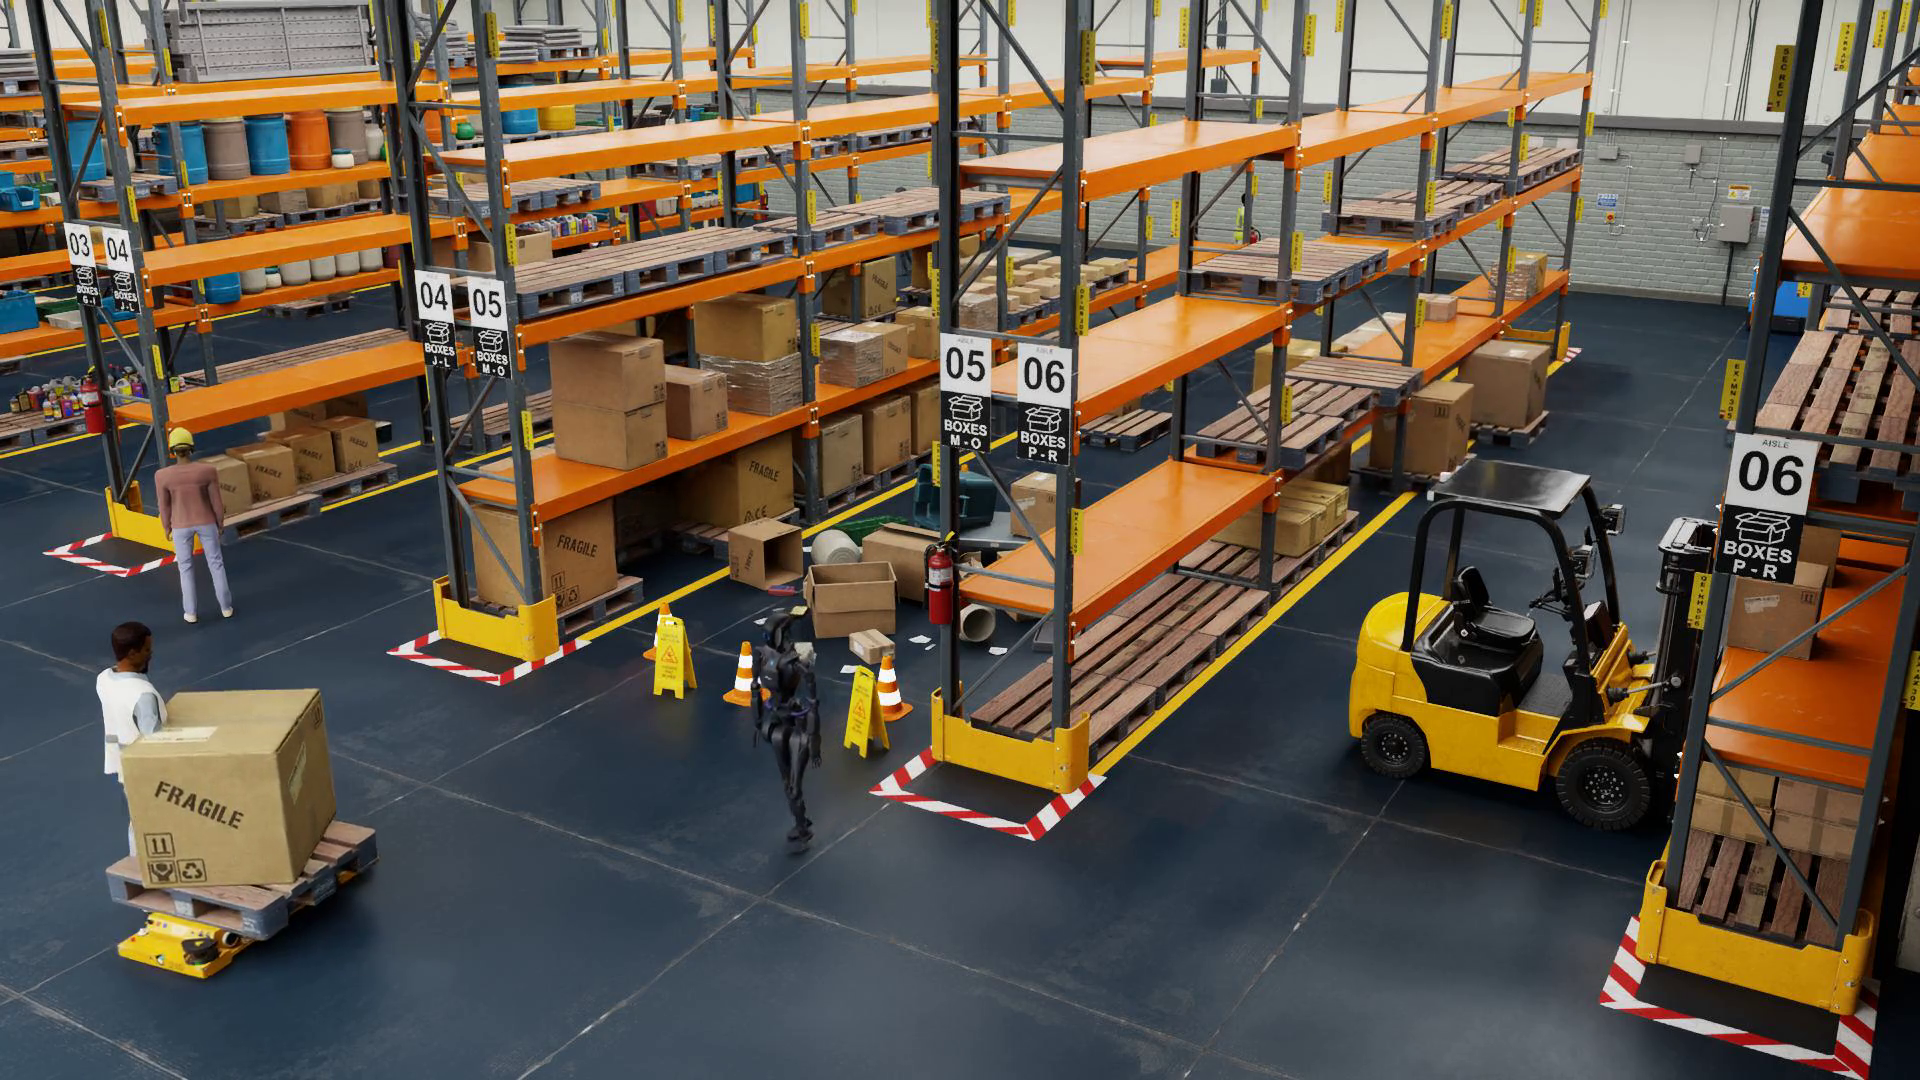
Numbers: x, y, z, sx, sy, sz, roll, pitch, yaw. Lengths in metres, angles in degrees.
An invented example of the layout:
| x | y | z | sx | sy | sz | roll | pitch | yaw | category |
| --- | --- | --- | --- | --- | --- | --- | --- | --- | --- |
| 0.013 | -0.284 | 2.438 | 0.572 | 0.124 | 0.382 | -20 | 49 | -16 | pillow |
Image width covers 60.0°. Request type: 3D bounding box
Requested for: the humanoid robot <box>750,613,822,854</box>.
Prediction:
| x | y | z | sx | sy | sz | roll | pitch | yaw | category |
| --- | --- | --- | --- | --- | --- | --- | --- | --- | --- |
| -1.122 | 1.228 | 10.913 | 0.584 | 1.639 | 0.442 | 11 | 22 | 30 | humanoid robot |

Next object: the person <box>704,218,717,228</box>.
| x | y | z | sx | sy | sz | roll | pitch | yaw | category |
| --- | --- | --- | --- | --- | --- | --- | --- | --- | --- |
| -5.239 | -7.063 | 34.867 | 0.489 | 1.688 | 0.352 | -6 | 20 | -17 | person |

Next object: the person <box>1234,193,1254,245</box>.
| x | y | z | sx | sy | sz | roll | pitch | yaw | category |
| --- | --- | --- | --- | --- | --- | --- | --- | --- | --- |
| 5.178 | -5.512 | 30.380 | 0.319 | 1.687 | 0.538 | -1 | 19 | -2 | person |

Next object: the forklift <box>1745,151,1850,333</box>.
| x | y | z | sx | sy | sz | roll | pitch | yaw | category |
| --- | --- | --- | --- | --- | --- | --- | --- | --- | --- |
| 13.620 | -4.667 | 26.137 | 1.873 | 2.768 | 1.129 | 11 | 22 | 29 | forklift |

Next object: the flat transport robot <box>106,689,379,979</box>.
| x | y | z | sx | sy | sz | roll | pitch | yaw | category |
| --- | --- | --- | --- | --- | --- | --- | --- | --- | --- |
| -4.396 | 2.195 | 10.269 | 0.659 | 0.231 | 1.431 | 7 | 20 | 20 | flat transport robot |

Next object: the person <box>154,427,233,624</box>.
| x | y | z | sx | sy | sz | roll | pitch | yaw | category |
| --- | --- | --- | --- | --- | --- | --- | --- | --- | --- |
| -6.788 | -0.135 | 14.733 | 0.518 | 1.758 | 0.341 | -9 | 21 | -25 | person |

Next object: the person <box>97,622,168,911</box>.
| x | y | z | sx | sy | sz | roll | pitch | yaw | category |
| --- | --- | --- | --- | --- | --- | --- | --- | --- | --- |
| -4.916 | 1.404 | 10.042 | 0.588 | 1.914 | 0.393 | 15 | 24 | 36 | person |

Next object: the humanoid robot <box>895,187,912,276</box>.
| x | y | z | sx | sy | sz | roll | pitch | yaw | category |
| --- | --- | --- | --- | --- | --- | --- | --- | --- | --- |
| -1.011 | -5.806 | 31.264 | 0.404 | 1.646 | 0.609 | 6 | 20 | 15 | humanoid robot |

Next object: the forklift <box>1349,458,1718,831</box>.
| x | y | z | sx | sy | sz | roll | pitch | yaw | category |
| --- | --- | --- | --- | --- | --- | --- | --- | --- | --- |
| 3.988 | 0.658 | 11.776 | 2.313 | 2.155 | 1.214 | 11 | 22 | 29 | forklift |
